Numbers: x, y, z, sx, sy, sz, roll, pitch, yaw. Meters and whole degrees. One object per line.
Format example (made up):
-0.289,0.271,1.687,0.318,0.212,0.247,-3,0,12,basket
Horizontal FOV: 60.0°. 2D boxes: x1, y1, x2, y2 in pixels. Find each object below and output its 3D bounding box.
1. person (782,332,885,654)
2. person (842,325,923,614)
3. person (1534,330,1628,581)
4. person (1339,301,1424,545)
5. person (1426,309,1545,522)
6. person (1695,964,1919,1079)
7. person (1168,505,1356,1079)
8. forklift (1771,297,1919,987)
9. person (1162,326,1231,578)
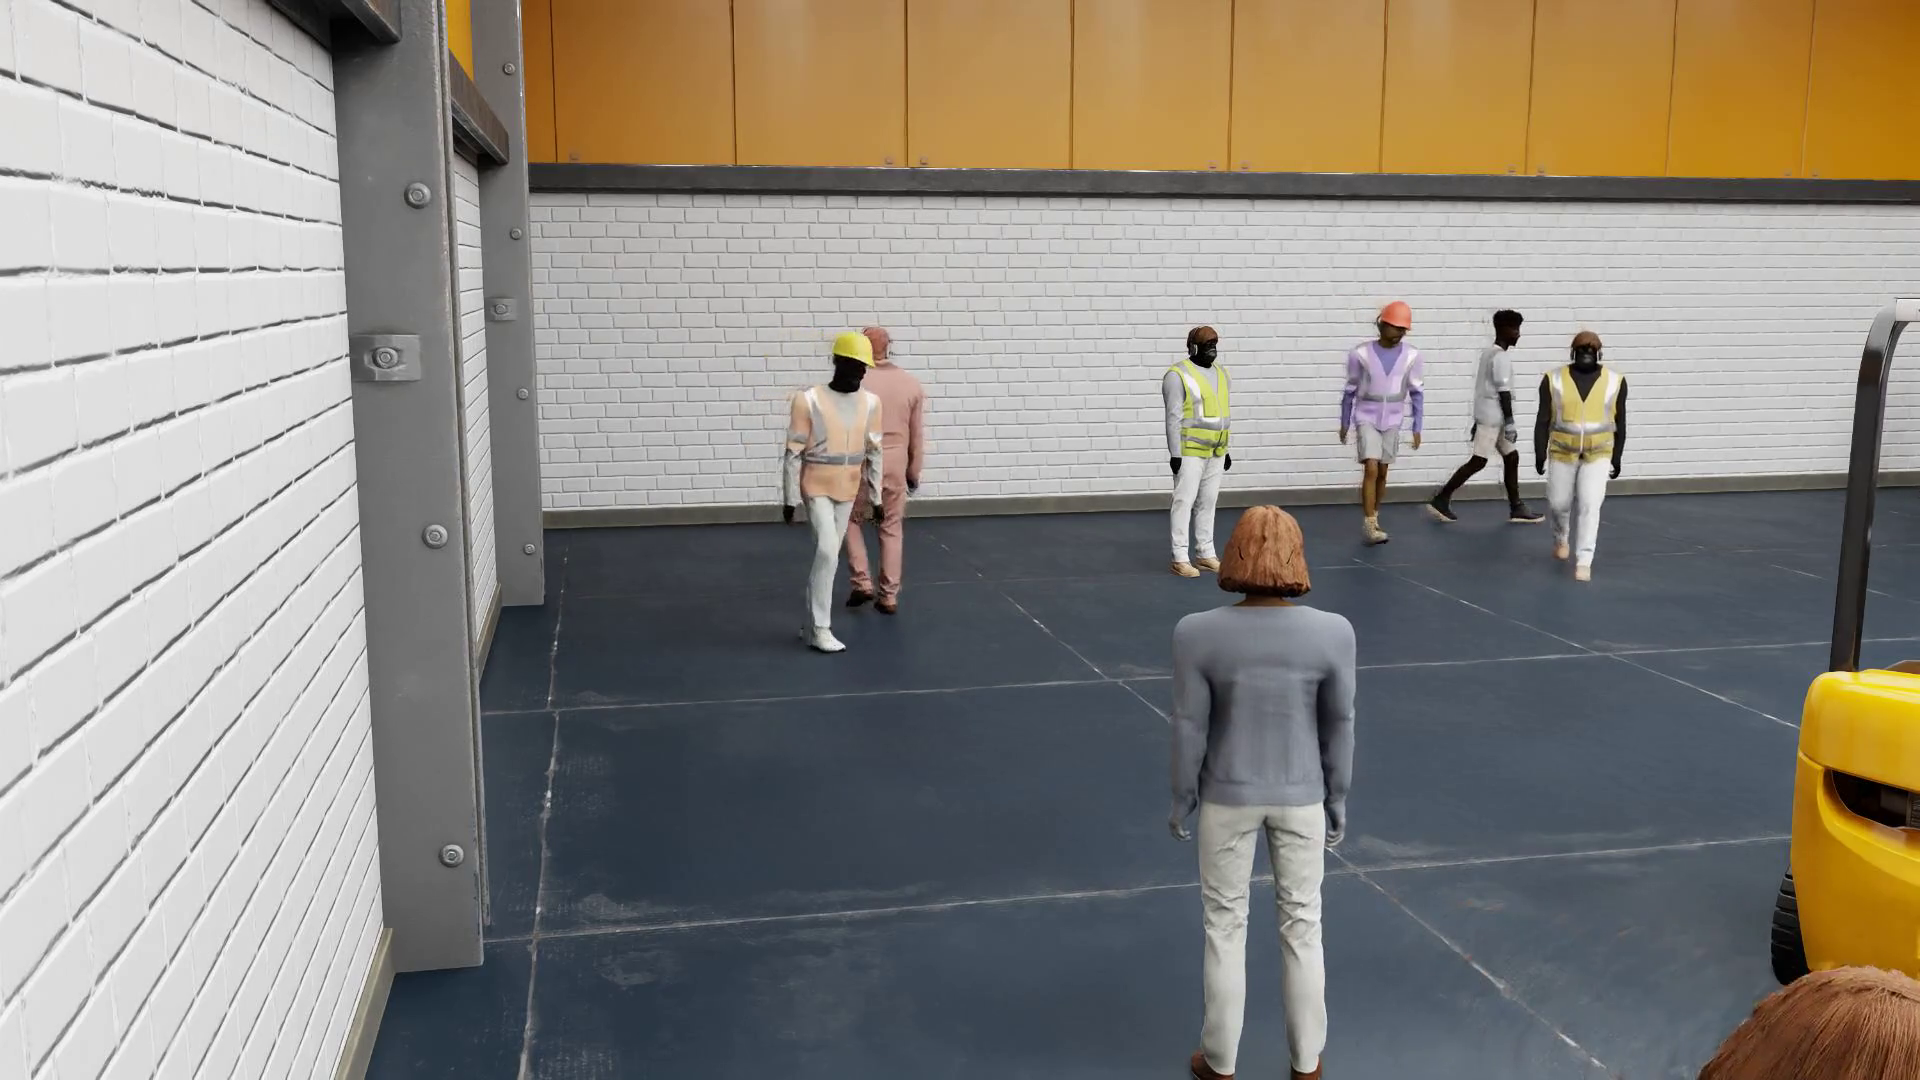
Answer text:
-0.732,-0.280,9.849,0.620,1.883,0.652,-8,12,-40,person
-0.569,-0.455,10.905,0.682,1.887,0.479,-4,10,-25,person
4.583,-0.646,12.314,0.633,1.820,0.798,3,10,19,person
3.456,-0.953,13.626,0.633,1.982,0.983,0,9,0,person
4.666,-1.088,14.721,1.011,1.916,0.582,2,10,13,person
0.846,1.199,1.754,0.864,1.578,0.533,4,10,21,person
0.814,0.719,4.534,0.502,1.632,0.279,0,9,2,person
3.542,0.334,5.177,2.313,2.155,1.214,-9,13,-43,forklift
1.775,-0.654,12.270,0.627,1.844,0.429,-8,12,-39,person
